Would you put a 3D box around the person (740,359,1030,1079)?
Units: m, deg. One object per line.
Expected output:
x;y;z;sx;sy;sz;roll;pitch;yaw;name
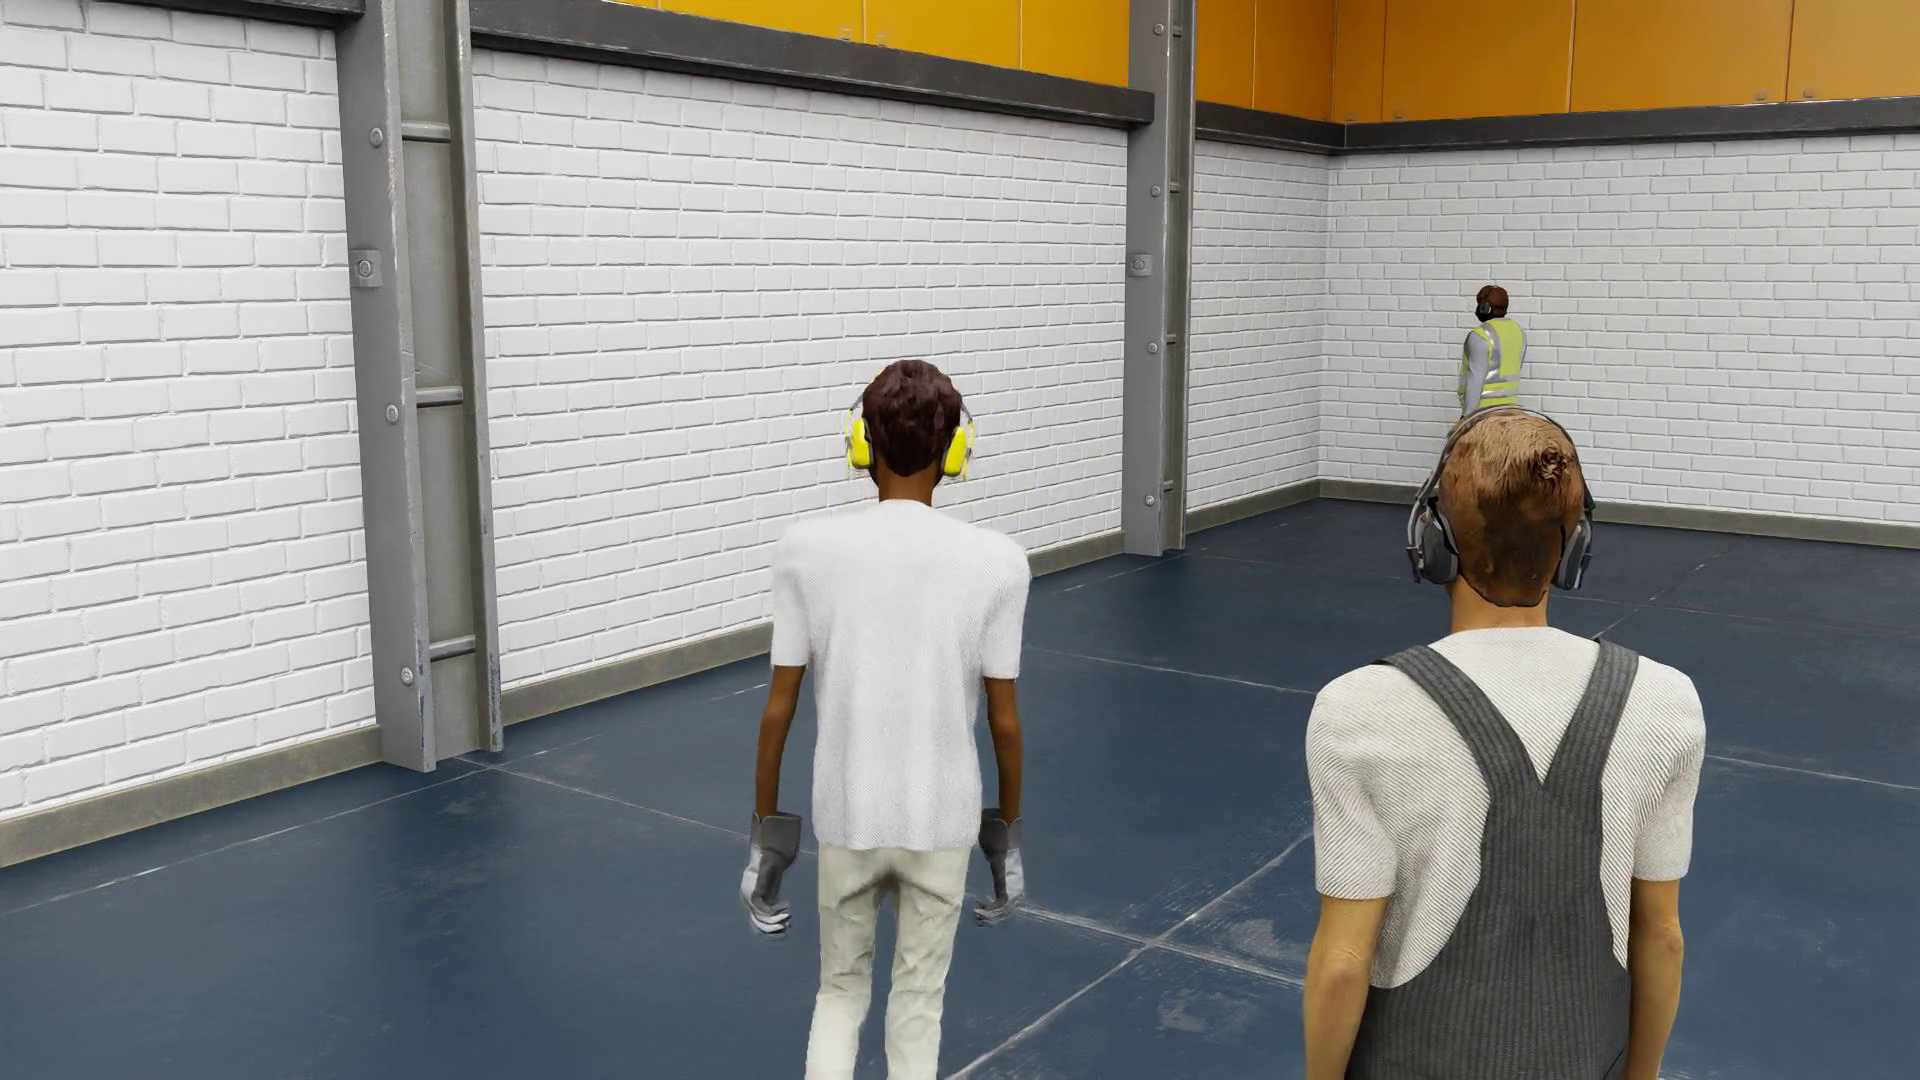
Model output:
-0.139;0.577;3.209;0.537;1.840;0.497;1;10;5;person

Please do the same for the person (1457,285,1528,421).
3.930;-0.971;12.417;0.621;1.845;0.429;-8;12;-40;person

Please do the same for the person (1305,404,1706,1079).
0.677;0.744;2.189;0.506;1.846;0.346;-1;10;-6;person
